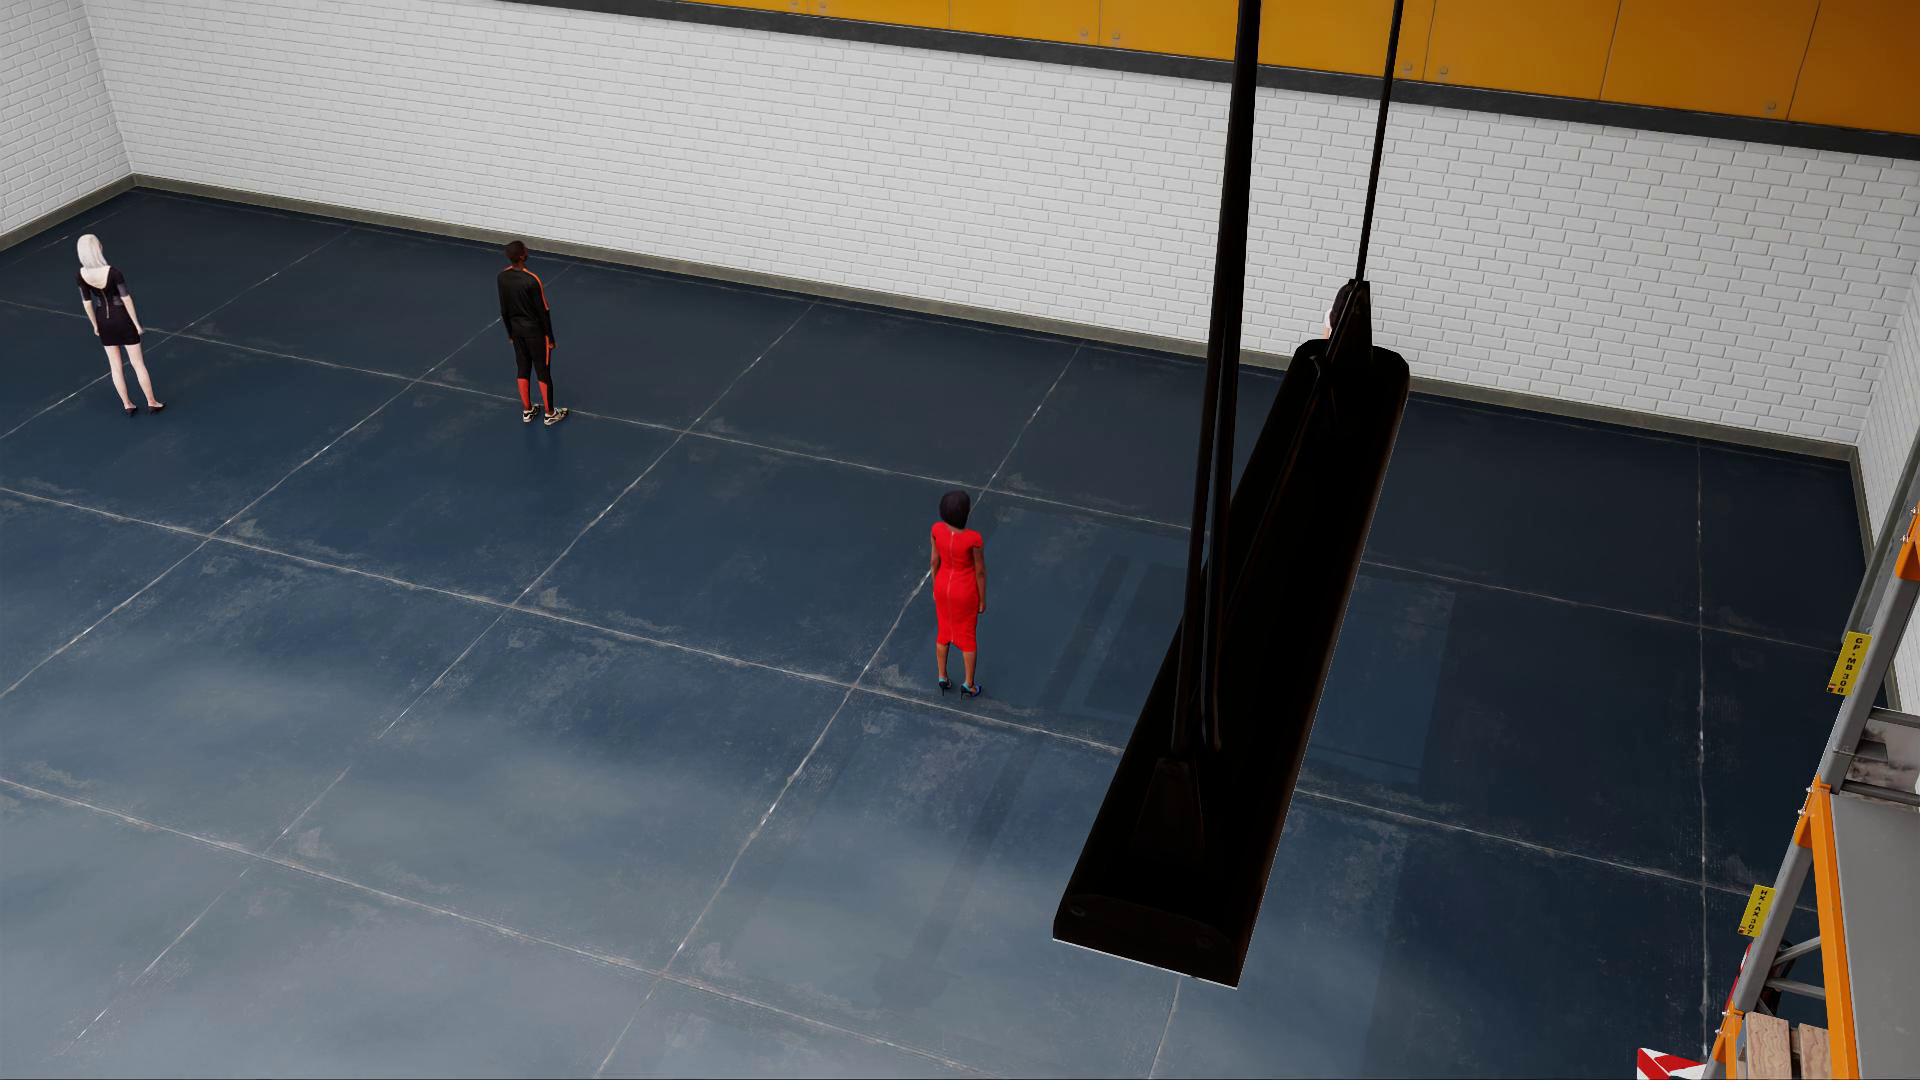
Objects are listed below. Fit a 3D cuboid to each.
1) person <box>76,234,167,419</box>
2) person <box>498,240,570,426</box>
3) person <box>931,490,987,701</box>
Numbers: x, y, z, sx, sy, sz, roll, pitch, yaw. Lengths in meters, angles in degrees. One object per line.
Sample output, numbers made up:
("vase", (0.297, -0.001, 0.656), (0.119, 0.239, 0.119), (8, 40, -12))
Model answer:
("person", (-7.882, -1.999, 15.532), (0.643, 1.829, 0.633), (-2, 34, -4))
("person", (-4.010, -1.934, 15.454), (0.629, 1.808, 0.520), (11, 35, 15))
("person", (-0.023, 0.398, 12.004), (0.586, 1.743, 0.535), (15, 37, 22))
